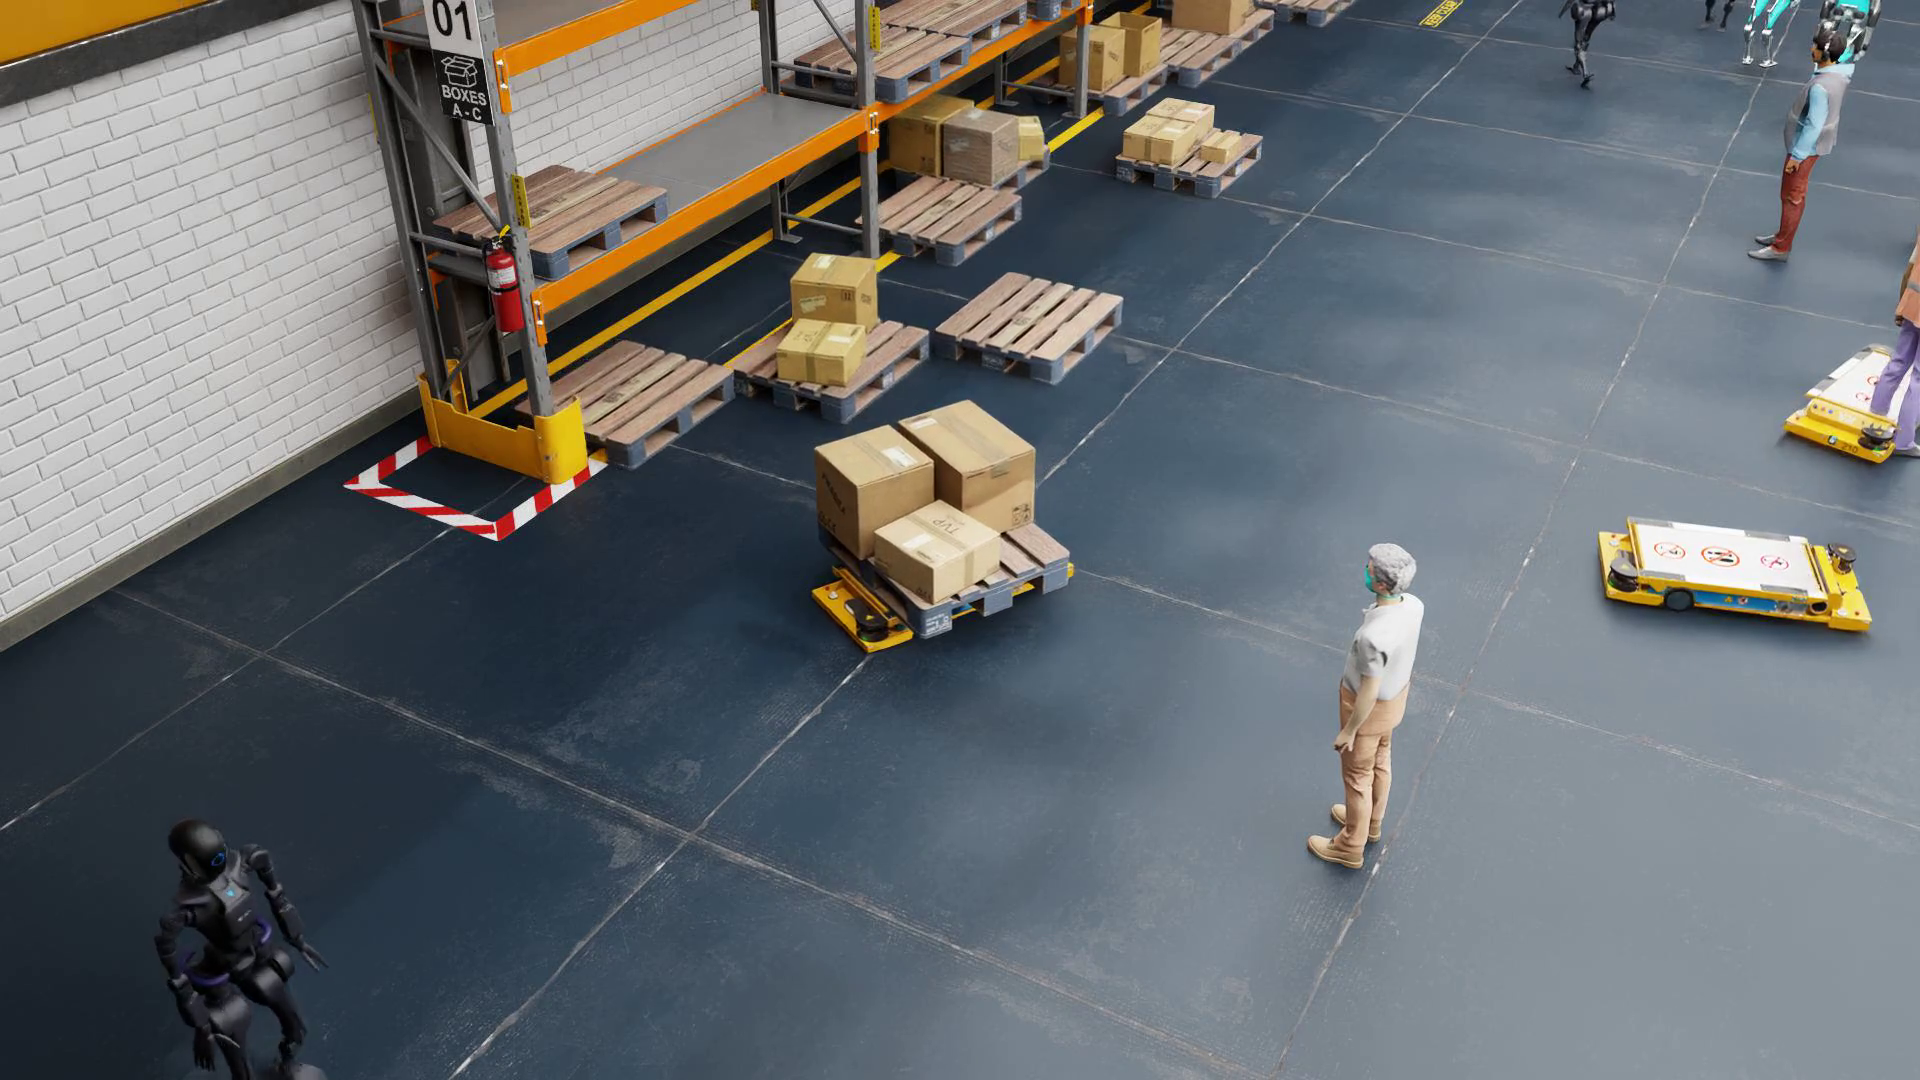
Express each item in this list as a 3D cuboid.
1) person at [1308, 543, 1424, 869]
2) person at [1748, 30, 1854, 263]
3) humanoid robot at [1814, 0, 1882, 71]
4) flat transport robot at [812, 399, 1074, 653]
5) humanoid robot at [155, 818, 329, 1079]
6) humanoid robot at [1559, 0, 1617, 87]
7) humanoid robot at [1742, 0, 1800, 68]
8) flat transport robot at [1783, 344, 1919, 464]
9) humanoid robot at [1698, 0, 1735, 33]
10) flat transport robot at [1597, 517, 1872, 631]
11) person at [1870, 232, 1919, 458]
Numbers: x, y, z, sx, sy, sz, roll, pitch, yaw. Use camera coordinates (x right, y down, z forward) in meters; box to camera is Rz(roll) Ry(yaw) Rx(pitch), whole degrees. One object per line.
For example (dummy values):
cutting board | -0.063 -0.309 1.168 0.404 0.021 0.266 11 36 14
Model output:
person | 1.885 0.764 7.651 0.306 1.745 0.495 23 40 30
person | 6.865 -3.181 13.500 0.405 1.878 0.544 19 38 27
humanoid robot | 8.469 -4.809 16.125 0.544 1.751 1.040 28 43 35
flat transport robot | -0.095 0.216 9.821 1.431 0.231 0.659 -20 38 -27
humanoid robot | -2.758 1.662 6.357 0.410 1.640 0.592 15 36 21
humanoid robot | 6.649 -5.619 17.421 0.612 1.645 0.748 -4 34 -7
humanoid robot | 8.551 -5.811 17.487 0.533 1.678 0.735 28 43 35
flat transport robot | 6.395 -0.969 11.614 1.431 0.231 0.659 -28 43 -35
humanoid robot | 8.774 -6.579 18.833 0.589 1.646 0.450 21 39 28
flat transport robot | 4.565 0.194 9.854 1.431 0.231 0.659 7 34 11
person | 6.327 -1.412 10.858 0.373 1.840 0.568 -8 34 -12
